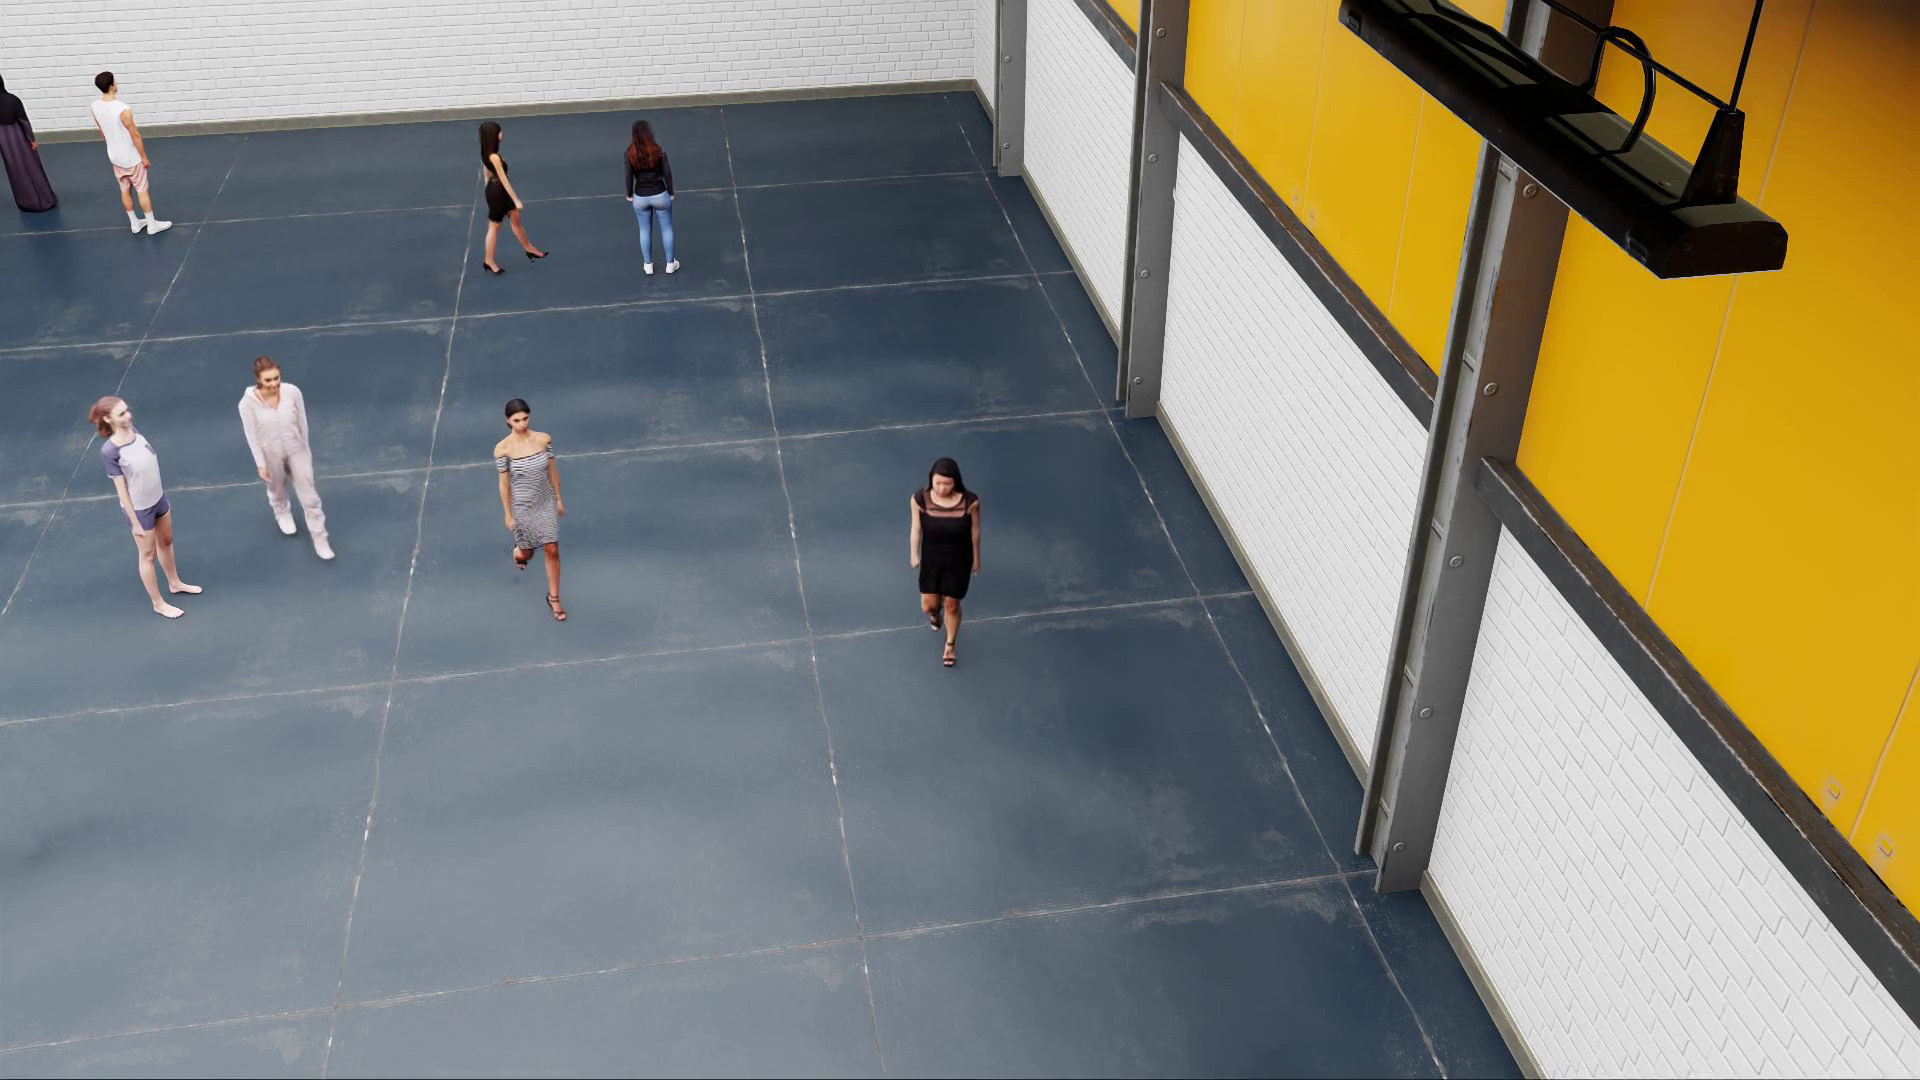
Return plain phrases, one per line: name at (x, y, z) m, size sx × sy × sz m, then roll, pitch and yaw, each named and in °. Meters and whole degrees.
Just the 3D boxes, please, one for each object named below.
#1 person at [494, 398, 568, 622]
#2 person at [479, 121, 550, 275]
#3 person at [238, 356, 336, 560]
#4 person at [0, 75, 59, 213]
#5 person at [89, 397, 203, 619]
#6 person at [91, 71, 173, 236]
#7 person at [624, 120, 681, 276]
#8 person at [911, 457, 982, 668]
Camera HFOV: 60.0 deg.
person at (-3.154, -0.252, 12.176) m, size 0.819 × 1.807 × 0.986 m, roll -22°, pitch 39°, yaw -29°
person at (-4.869, -3.495, 17.226) m, size 0.763 × 1.618 × 0.926 m, roll -13°, pitch 36°, yaw -19°
person at (-5.318, -0.687, 12.973) m, size 0.890 × 1.649 × 1.158 m, roll -19°, pitch 38°, yaw -26°
person at (-10.671, -4.508, 18.754) m, size 0.625 × 1.614 × 0.609 m, roll -2°, pitch 34°, yaw -3°
person at (-6.009, -0.271, 12.240) m, size 0.701 × 1.769 × 0.600 m, roll 4°, pitch 34°, yaw 6°
person at (-9.117, -4.213, 18.152) m, size 0.726 × 1.789 × 0.729 m, roll 10°, pitch 35°, yaw 14°
person at (-3.217, -3.574, 17.332) m, size 0.666 × 1.632 × 0.590 m, roll -2°, pitch 34°, yaw -3°
person at (-0.099, 0.116, 11.717) m, size 0.732 × 1.704 × 0.814 m, roll 1°, pitch 34°, yaw 2°
